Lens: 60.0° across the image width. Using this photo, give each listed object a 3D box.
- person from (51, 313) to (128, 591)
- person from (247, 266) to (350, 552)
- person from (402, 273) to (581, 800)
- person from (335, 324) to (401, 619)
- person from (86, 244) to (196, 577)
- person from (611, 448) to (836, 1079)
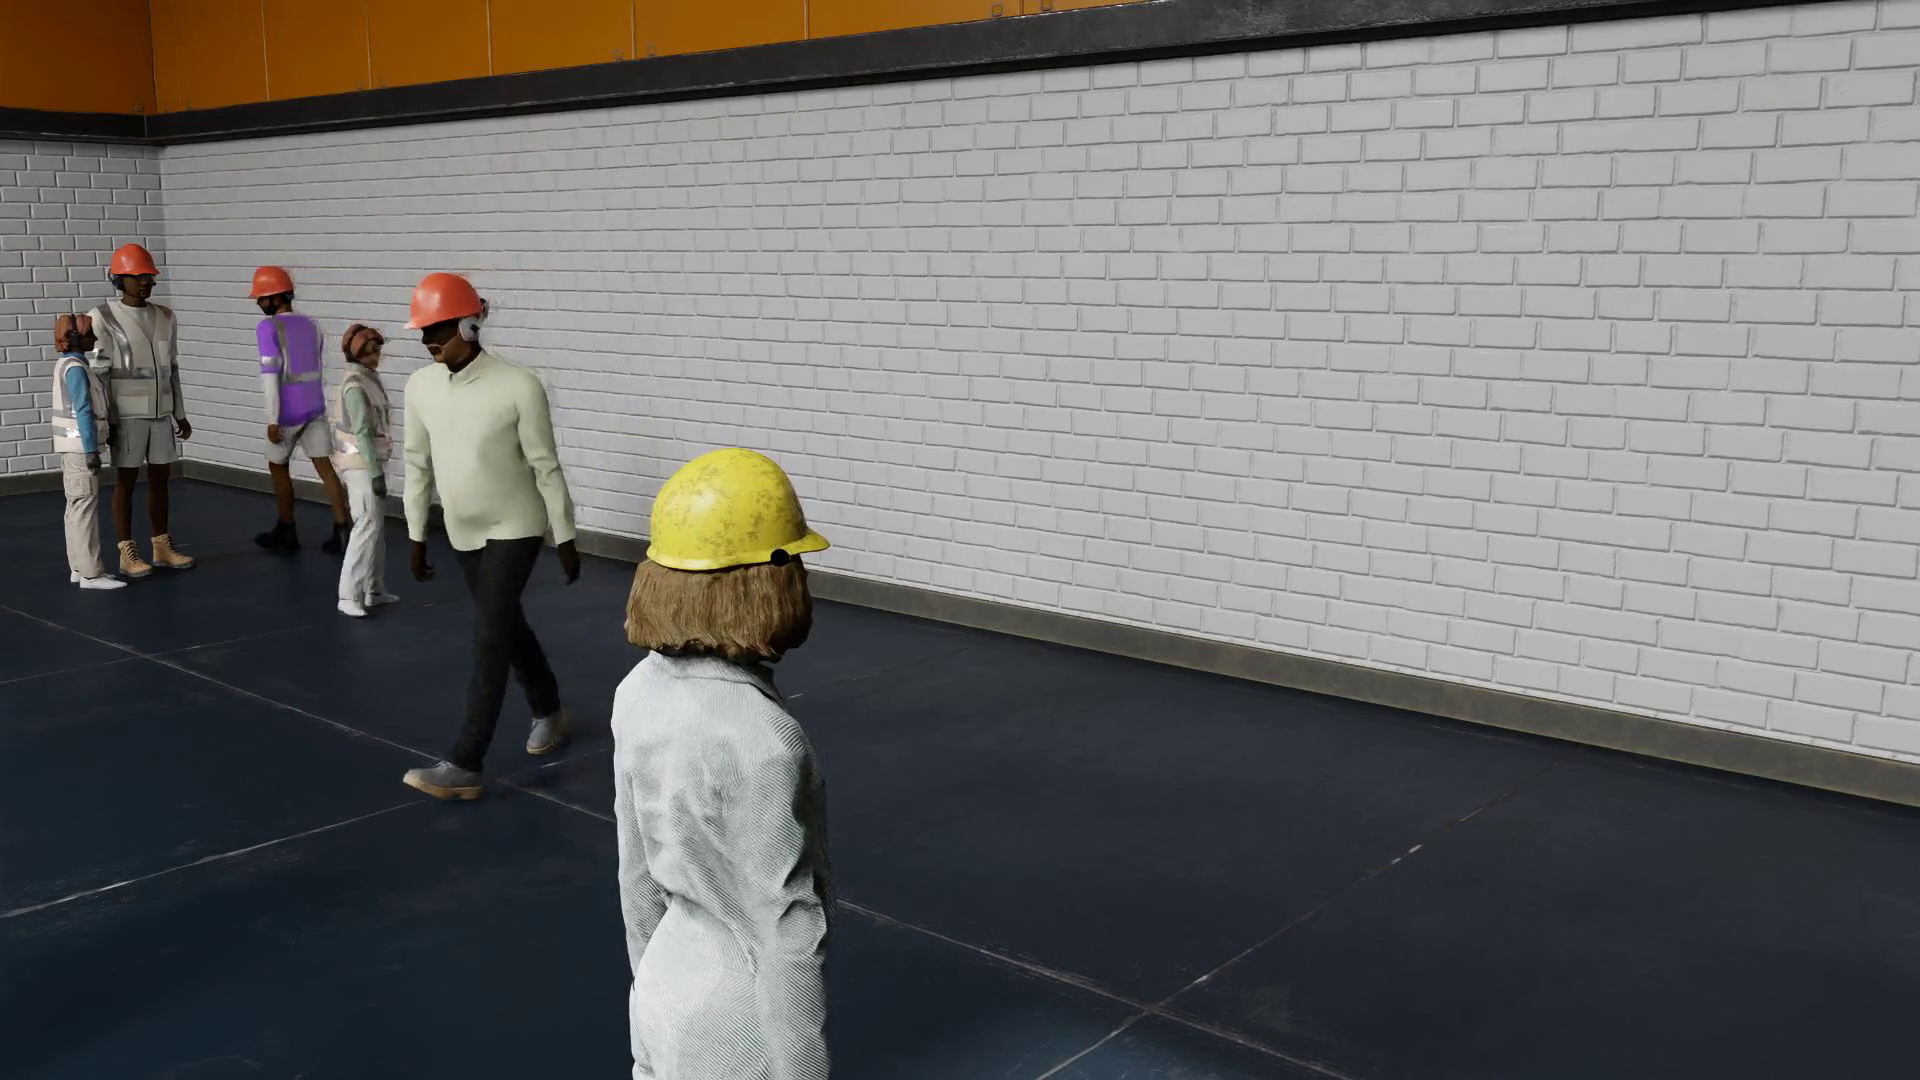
[{"bbox_3d":[-5.210,-0.521,9.886,0.312,1.642,0.512,-7,12,-35],"label":"person"},{"bbox_3d":[-4.380,-0.844,10.978,0.810,1.892,0.608,5,11,28],"label":"person"},{"bbox_3d":[-1.771,-0.038,6.318,0.663,1.932,1.053,5,11,24],"label":"person"},{"bbox_3d":[-3.290,-0.385,9.193,0.340,1.616,0.609,-3,10,-16],"label":"person"},{"bbox_3d":[-5.070,-0.803,10.343,0.377,2.045,0.605,5,11,26],"label":"person"},{"bbox_3d":[-0.324,0.733,2.451,0.297,1.745,0.484,-7,12,-36],"label":"person"}]
